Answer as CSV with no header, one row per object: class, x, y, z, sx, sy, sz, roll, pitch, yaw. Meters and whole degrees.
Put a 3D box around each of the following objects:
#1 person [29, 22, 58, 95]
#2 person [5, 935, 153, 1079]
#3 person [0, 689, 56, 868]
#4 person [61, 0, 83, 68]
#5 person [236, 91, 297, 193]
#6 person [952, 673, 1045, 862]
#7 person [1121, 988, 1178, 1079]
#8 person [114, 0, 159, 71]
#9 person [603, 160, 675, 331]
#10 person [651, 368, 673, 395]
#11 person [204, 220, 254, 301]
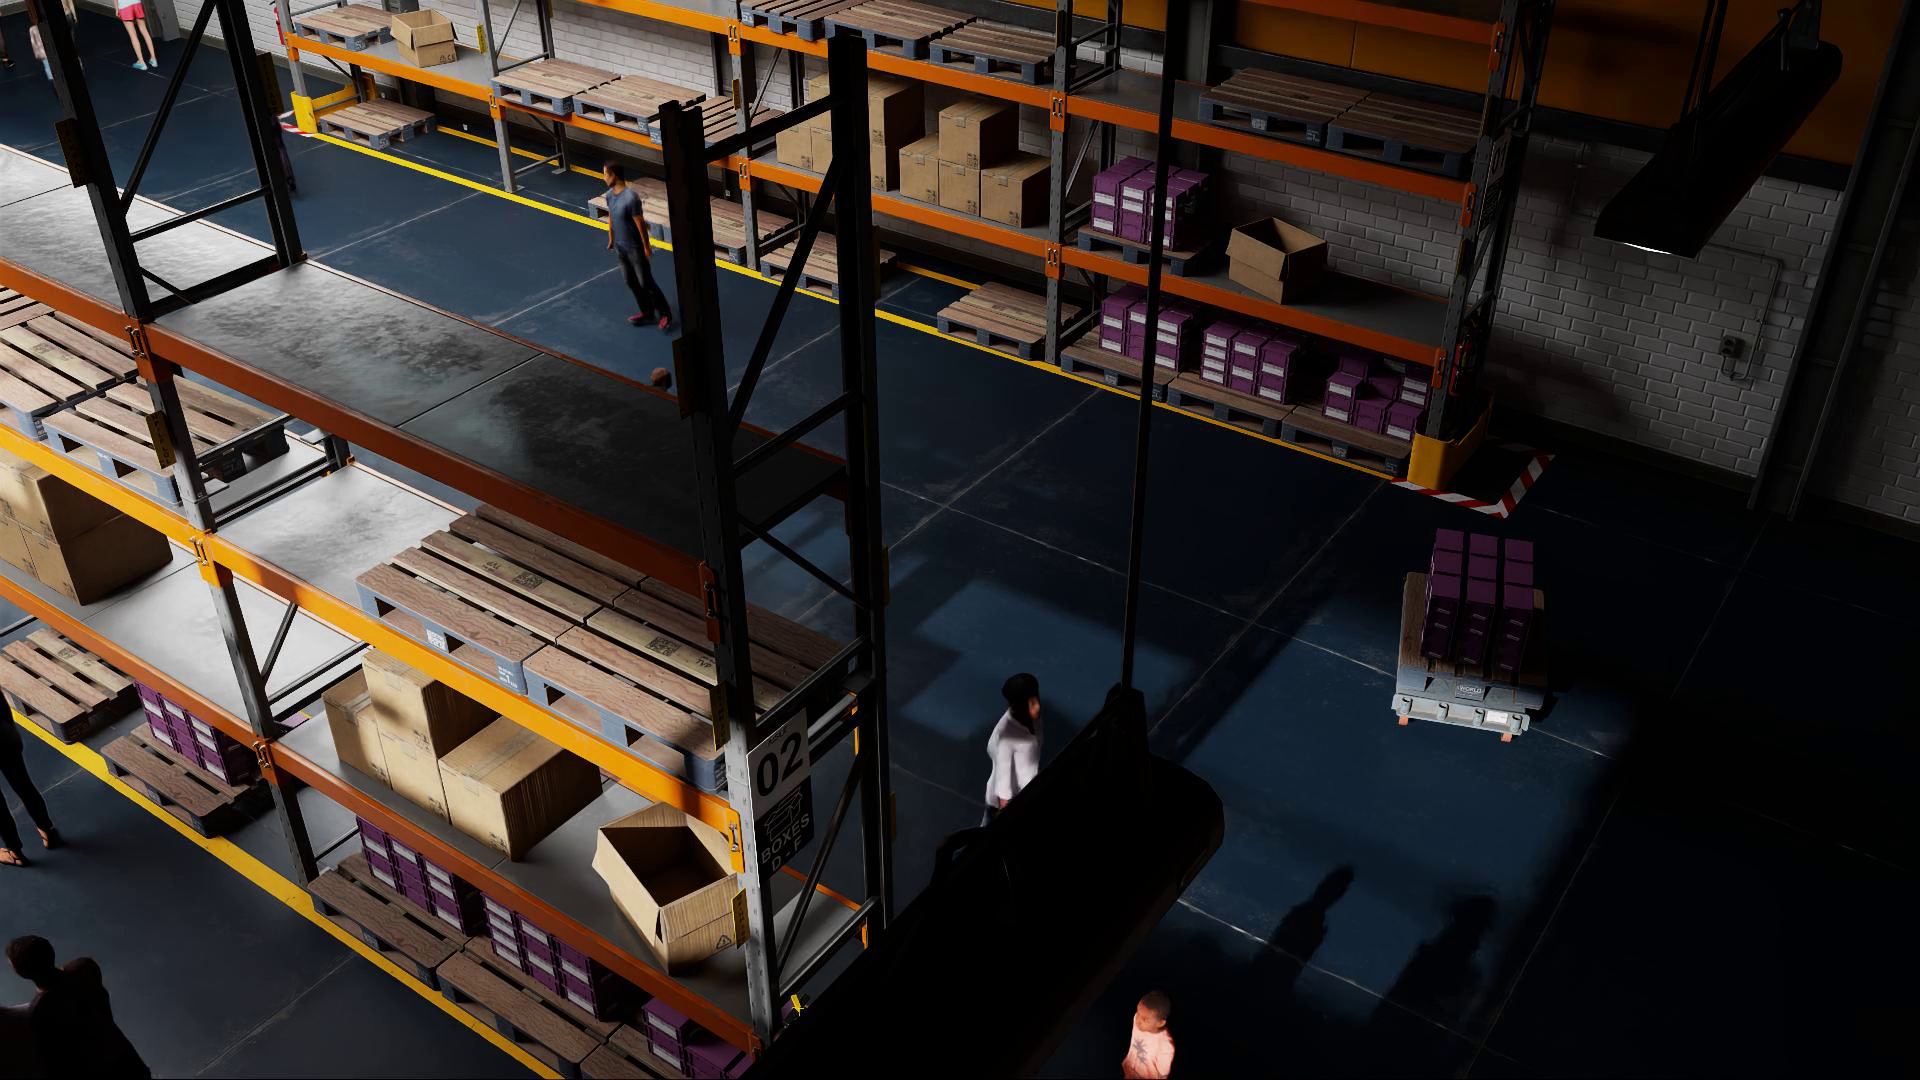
person,-12.910,-6.900,23.540,0.657,1.186,0.791,-17,37,-24
person,-4.361,2.699,8.515,1.129,1.831,0.820,14,36,20
person,-6.208,1.322,10.593,0.510,1.825,0.605,21,39,28
person,-13.098,-7.587,24.340,0.890,1.444,0.642,28,43,35
person,-8.476,-5.034,20.330,0.844,1.630,1.108,-20,38,-27
person,0.256,1.540,10.309,1.167,1.776,0.702,19,38,26
person,1.049,2.825,8.802,0.644,1.304,0.555,-18,37,-25
person,-12.177,-7.815,24.395,0.557,1.763,0.585,25,41,32
person,-3.341,-3.040,17.207,0.614,1.767,0.909,18,38,25
person,-2.708,-1.098,14.967,0.514,1.013,0.483,9,35,13
person,-6.976,-2.219,16.041,0.806,1.692,1.201,-27,42,-35
